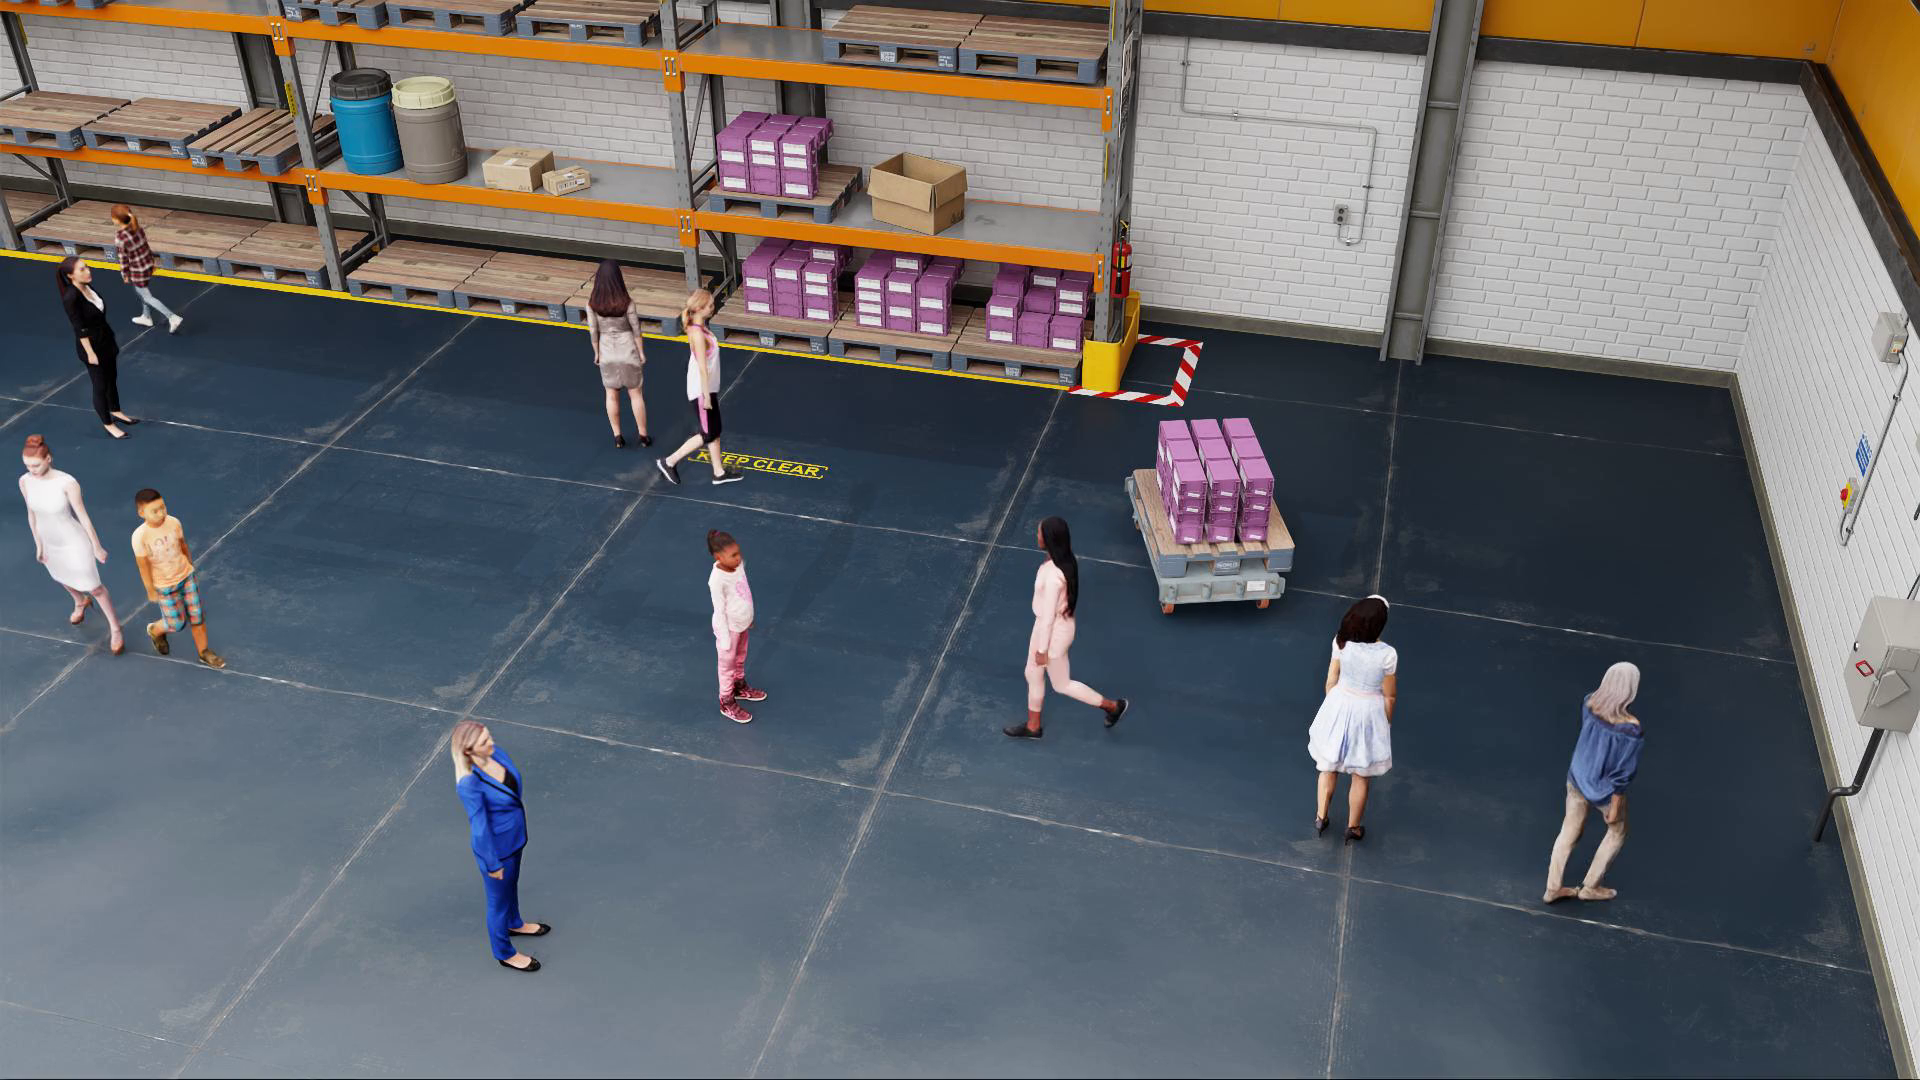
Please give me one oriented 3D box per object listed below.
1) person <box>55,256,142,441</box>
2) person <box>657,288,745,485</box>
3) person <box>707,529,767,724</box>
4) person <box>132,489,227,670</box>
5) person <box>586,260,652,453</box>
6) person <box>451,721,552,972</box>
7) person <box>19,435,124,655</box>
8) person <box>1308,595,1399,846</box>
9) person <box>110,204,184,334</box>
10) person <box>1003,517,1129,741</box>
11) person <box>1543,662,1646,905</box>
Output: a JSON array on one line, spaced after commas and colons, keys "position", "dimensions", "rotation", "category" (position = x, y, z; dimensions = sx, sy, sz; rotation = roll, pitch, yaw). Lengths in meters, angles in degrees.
[{"position": [-7.448, -1.671, 14.333], "dimensions": [0.658, 1.661, 0.673], "rotation": [-3, 34, -4], "category": "person"}, {"position": [-2.181, -1.206, 13.534], "dimensions": [1.040, 1.770, 0.876], "rotation": [-7, 34, -11], "category": "person"}, {"position": [-1.544, 0.545, 11.194], "dimensions": [0.500, 1.444, 0.548], "rotation": [10, 35, 15], "category": "person"}, {"position": [-5.542, 0.268, 11.606], "dimensions": [0.857, 1.449, 0.656], "rotation": [19, 38, 26], "category": "person"}, {"position": [-2.880, -1.543, 14.063], "dimensions": [0.525, 1.746, 0.696], "rotation": [1, 34, 2], "category": "person"}, {"position": [-2.585, 1.679, 9.255], "dimensions": [0.632, 1.701, 0.666], "rotation": [1, 34, 1], "category": "person"}, {"position": [-6.230, 0.029, 11.661], "dimensions": [0.683, 1.786, 0.873], "rotation": [4, 34, 6], "category": "person"}, {"position": [2.381, 1.095, 10.030], "dimensions": [0.744, 1.817, 0.832], "rotation": [17, 37, 24], "category": "person"}, {"position": [-7.880, -2.613, 16.085], "dimensions": [0.862, 1.290, 0.528], "rotation": [8, 34, 12], "category": "person"}, {"position": [0.700, 0.634, 10.835], "dimensions": [1.116, 1.693, 0.774], "rotation": [1, 34, 2], "category": "person"}, {"position": [3.597, 1.458, 9.611], "dimensions": [0.834, 1.676, 0.782], "rotation": [-12, 35, -17], "category": "person"}]
